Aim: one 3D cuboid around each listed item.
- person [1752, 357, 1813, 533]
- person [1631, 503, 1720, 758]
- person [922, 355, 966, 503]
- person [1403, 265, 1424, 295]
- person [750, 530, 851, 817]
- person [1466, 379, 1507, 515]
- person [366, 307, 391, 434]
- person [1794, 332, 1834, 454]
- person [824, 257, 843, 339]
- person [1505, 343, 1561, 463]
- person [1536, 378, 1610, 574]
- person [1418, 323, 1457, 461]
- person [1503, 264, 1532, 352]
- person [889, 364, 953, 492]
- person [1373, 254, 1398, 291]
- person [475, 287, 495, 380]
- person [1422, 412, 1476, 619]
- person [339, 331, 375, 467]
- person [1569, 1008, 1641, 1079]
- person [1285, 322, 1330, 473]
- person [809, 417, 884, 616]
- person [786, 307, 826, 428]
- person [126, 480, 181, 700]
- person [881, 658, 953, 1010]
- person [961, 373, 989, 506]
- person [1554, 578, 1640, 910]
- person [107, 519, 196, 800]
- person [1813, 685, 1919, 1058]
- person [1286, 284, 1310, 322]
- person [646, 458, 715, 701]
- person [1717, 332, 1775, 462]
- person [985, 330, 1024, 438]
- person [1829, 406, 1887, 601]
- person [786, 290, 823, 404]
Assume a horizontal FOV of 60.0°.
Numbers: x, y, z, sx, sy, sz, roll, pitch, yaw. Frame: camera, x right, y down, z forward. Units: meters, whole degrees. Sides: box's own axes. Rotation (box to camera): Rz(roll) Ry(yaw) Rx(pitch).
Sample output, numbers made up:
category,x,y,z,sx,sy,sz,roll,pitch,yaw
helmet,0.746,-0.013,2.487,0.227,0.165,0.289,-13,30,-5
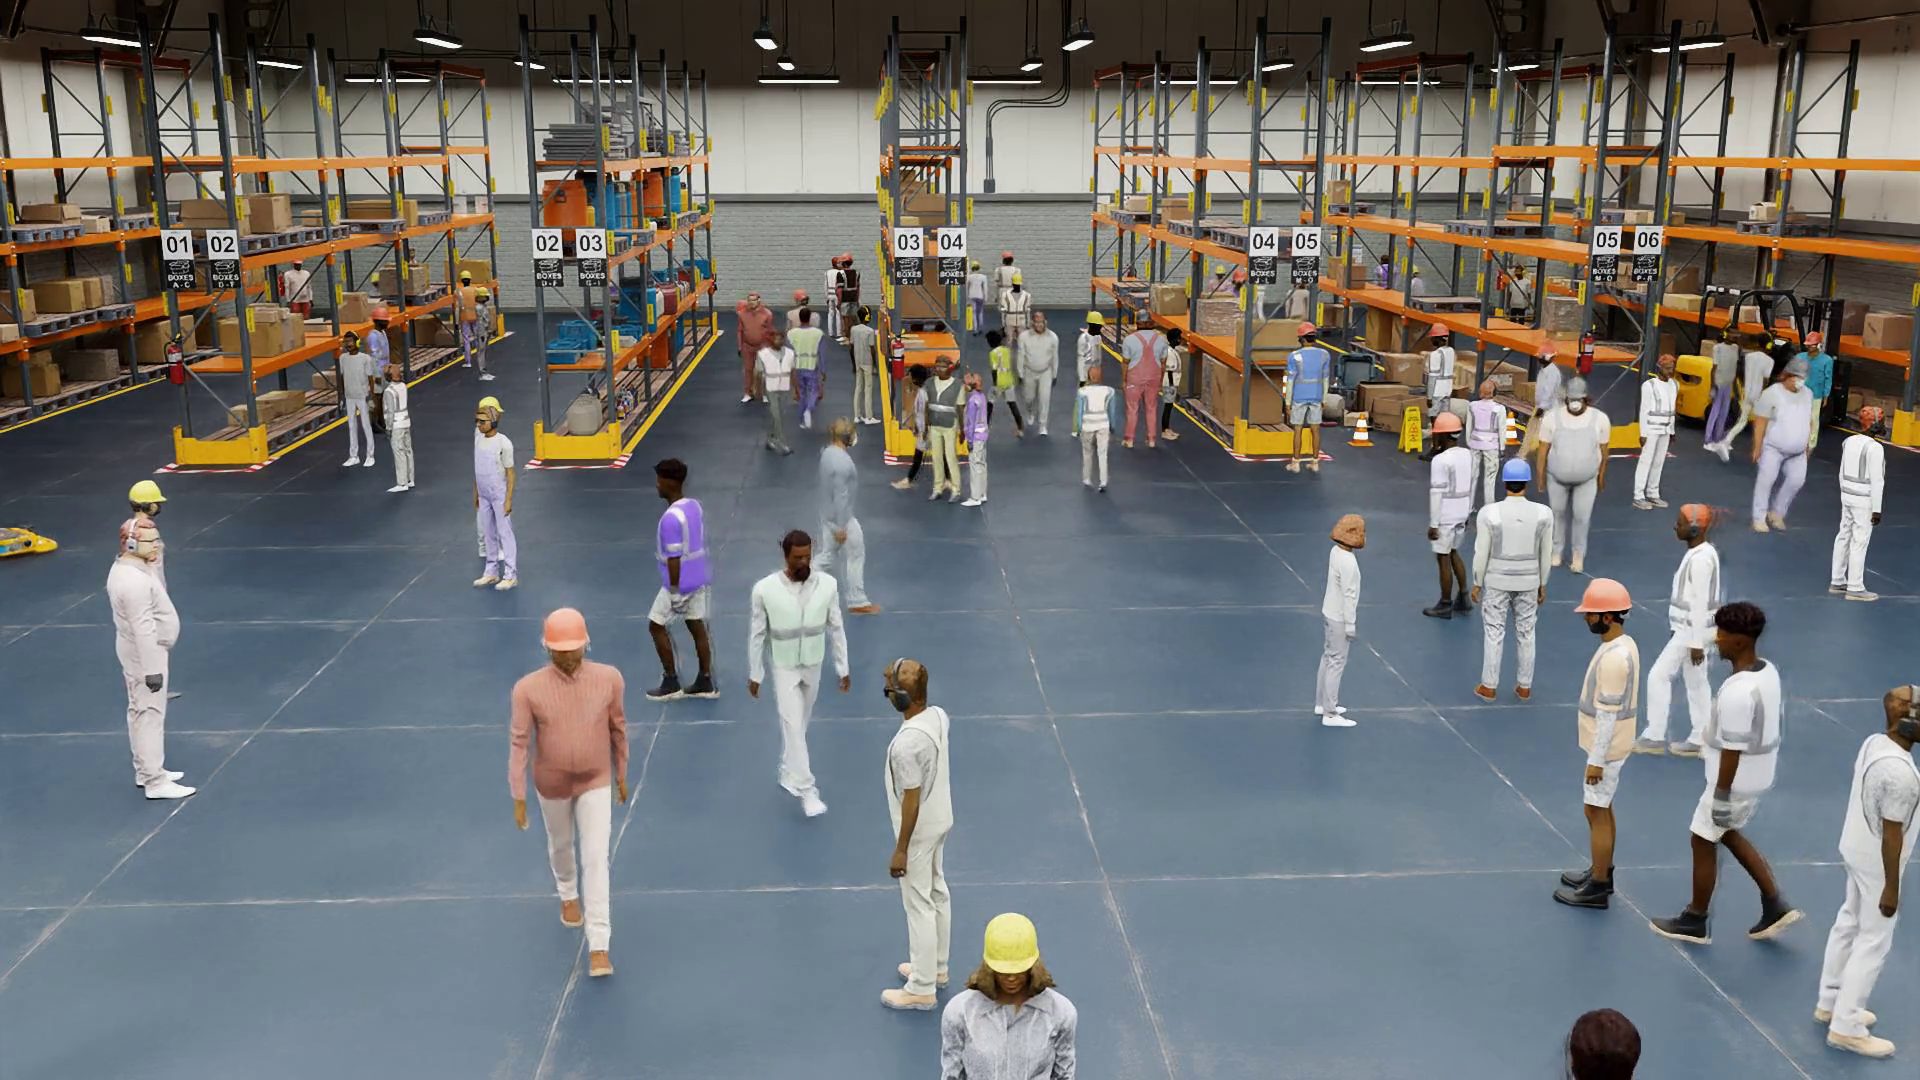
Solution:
category,x,y,z,sx,sy,sz,roll,pitch,yaw
person,9.332,-1.083,18.855,0.728,2.000,0.537,-2,14,-10
person,5.104,0.647,11.900,0.755,1.858,0.618,6,15,24
person,-0.188,-1.379,20.548,0.570,1.836,0.401,8,16,32
person,9.810,-5.108,36.389,0.615,1.810,0.606,-9,16,-35
person,-1.010,0.869,10.929,0.623,1.872,0.957,-7,15,-29
person,6.225,-1.085,19.716,0.514,1.644,0.307,13,18,43
person,-8.877,-2.606,25.536,0.382,1.932,0.551,0,13,-1
person,12.145,-2.107,23.811,0.343,1.749,0.573,-12,18,-41
person,-2.830,-5.503,37.921,0.579,1.880,0.342,10,17,36
person,8.056,-1.857,22.859,0.882,1.711,0.561,-1,13,-4
person,6.276,-0.671,17.111,0.693,2.000,0.794,5,14,22
person,6.676,-2.064,23.255,0.546,1.930,0.381,-12,18,-41
person,12.009,-4.988,35.778,0.518,1.865,0.323,13,18,43
person,-0.477,-1.403,21.045,0.848,1.634,0.538,-1,13,-2
person,10.085,-5.869,39.568,0.619,1.840,0.430,-2,13,-10
person,-8.982,-3.896,31.407,0.301,1.745,0.483,-1,13,-5
person,4.528,-0.227,15.496,0.563,1.927,0.405,-11,17,-39
person,-8.292,-1.935,22.833,0.507,1.872,0.329,2,13,9
person,1.810,2.280,4.894,0.602,1.902,0.444,10,17,37
person,4.648,-1.912,22.388,0.607,2.035,0.409,-2,13,-10
person,-1.203,-0.200,15.431,0.898,1.907,0.629,-5,14,-20
person,-2.397,-2.647,25.779,0.632,1.899,0.624,0,13,1
person,-6.432,0.396,13.216,0.540,1.754,0.376,13,18,43
person,-0.220,1.481,8.427,0.347,1.838,0.505,5,14,19
person,0.194,-1.229,20.353,0.315,1.634,0.515,3,14,14
person,3.683,1.165,9.587,0.383,1.926,0.550,6,15,24
person,-5.459,0.792,11.210,0.399,1.905,0.642,-9,16,-32
person,4.441,1.574,8.042,0.346,1.840,0.513,3,14,14
person,7.272,-4.841,35.714,0.504,1.602,0.688,5,14,19
person,-2.253,0.311,13.130,0.654,1.946,0.602,4,14,16
person,10.985,-1.977,23.102,0.840,1.839,0.516,-6,15,-26
person,0.566,-2.335,25.037,0.816,1.635,0.609,8,15,30
person,8.734,-0.356,16.118,0.355,1.882,0.576,-1,13,-5
person,-2.668,-3.297,28.465,0.615,1.937,0.783,1,13,6
